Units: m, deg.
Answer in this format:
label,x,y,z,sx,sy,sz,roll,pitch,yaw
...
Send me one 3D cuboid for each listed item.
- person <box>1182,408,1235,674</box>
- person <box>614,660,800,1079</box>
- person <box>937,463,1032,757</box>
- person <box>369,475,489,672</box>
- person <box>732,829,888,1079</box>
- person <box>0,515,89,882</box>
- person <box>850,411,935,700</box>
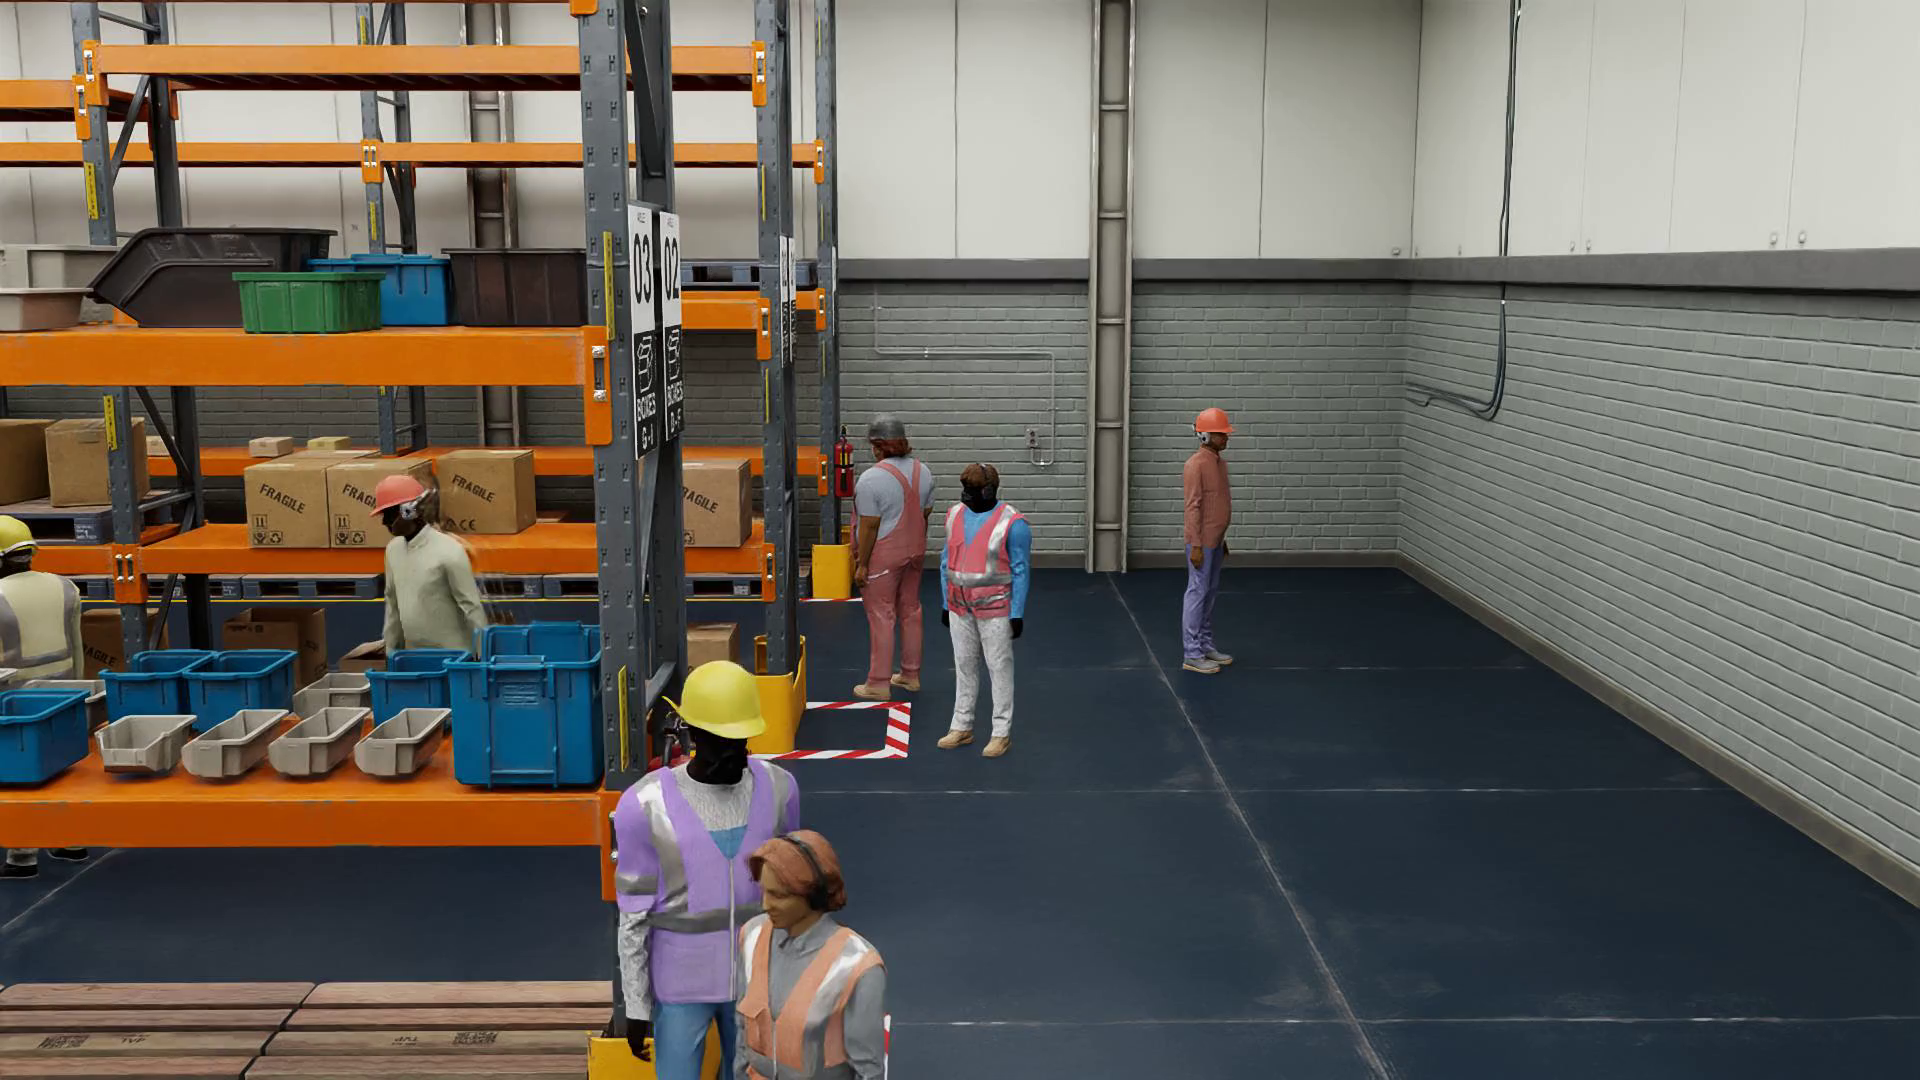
label,x,y,z,sx,sy,sz,roll,pitch,yaw
person,1.880,-0.004,12.592,0.381,1.994,0.613,5,10,28
person,-0.712,1.289,4.922,0.592,1.917,0.400,-6,11,-31
person,0.134,0.431,10.404,0.624,1.841,0.430,7,11,35
person,-2.829,0.610,8.956,0.640,1.948,0.574,7,12,38
person,-0.378,1.531,4.294,0.524,1.632,0.314,8,12,40
person,-4.659,0.783,8.299,0.403,1.824,0.597,4,10,25
person,-0.533,0.102,11.798,0.538,2.000,0.684,8,12,40
